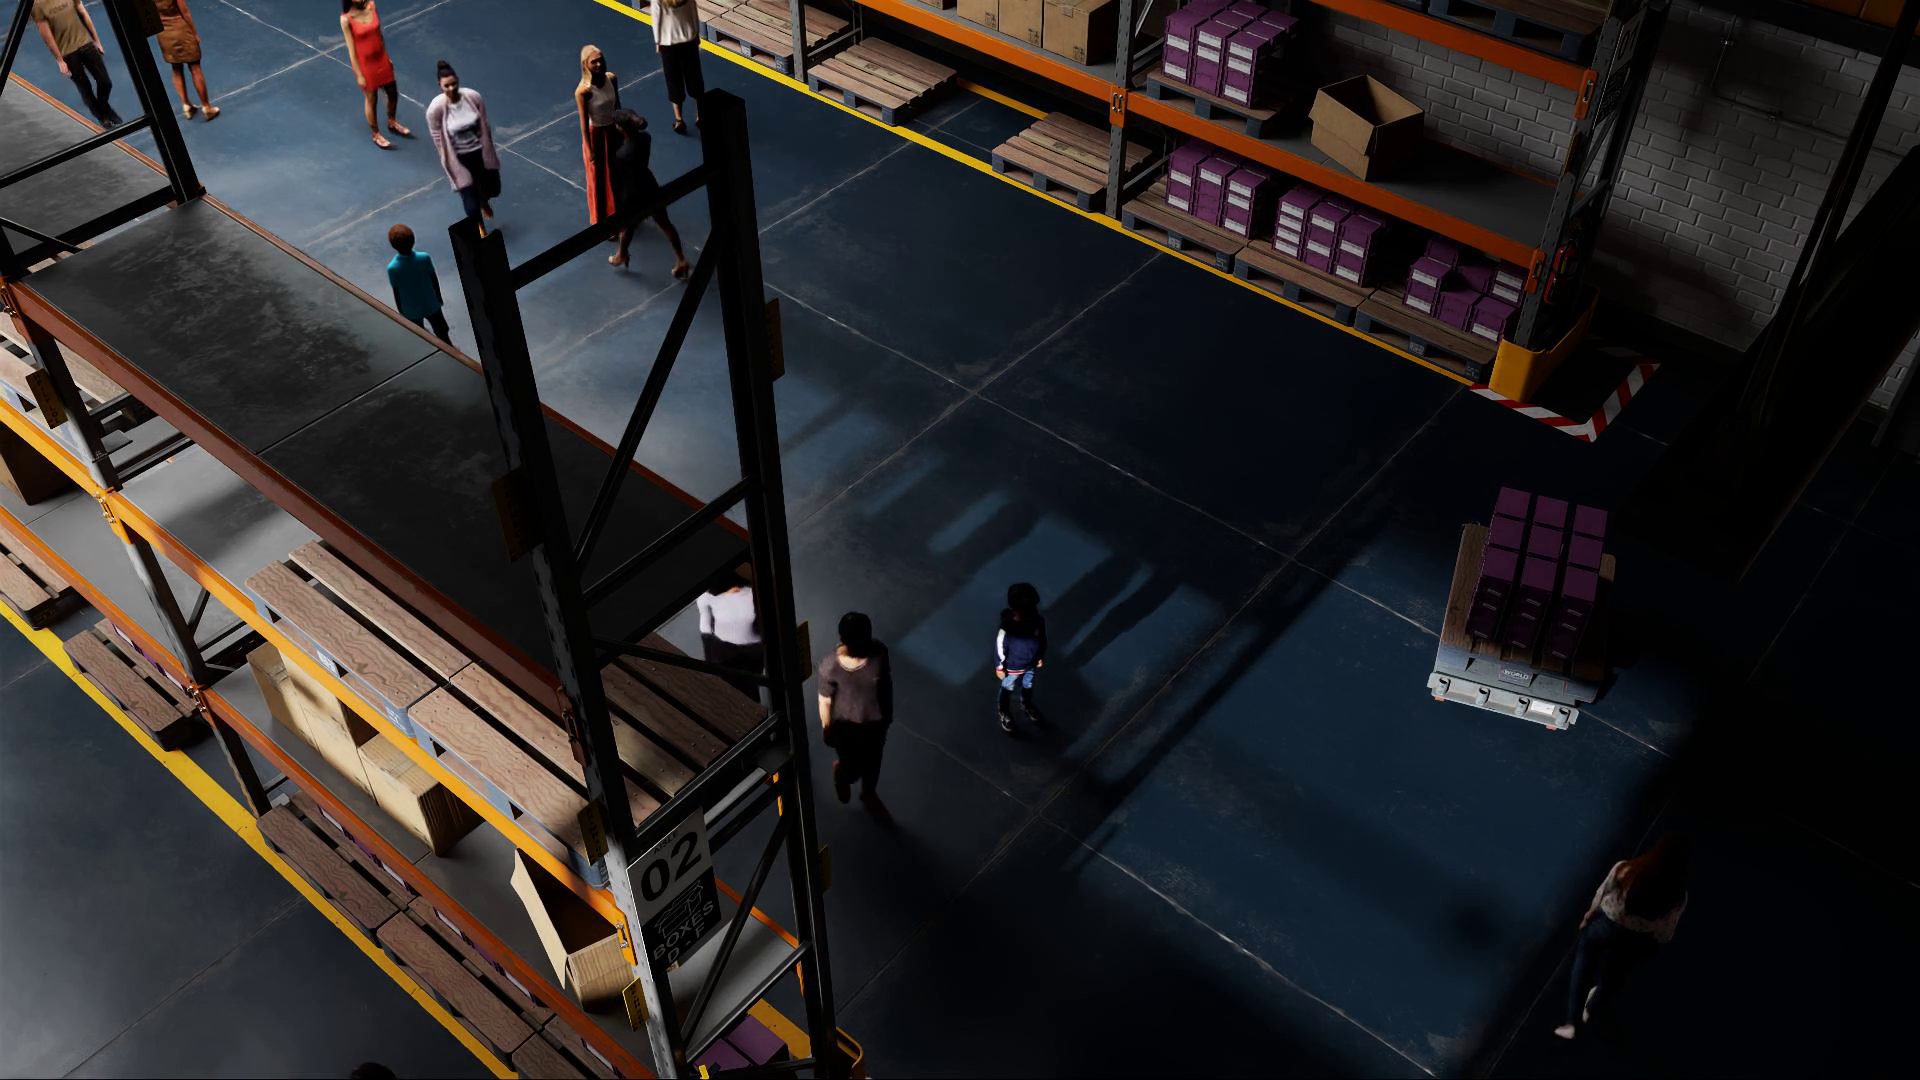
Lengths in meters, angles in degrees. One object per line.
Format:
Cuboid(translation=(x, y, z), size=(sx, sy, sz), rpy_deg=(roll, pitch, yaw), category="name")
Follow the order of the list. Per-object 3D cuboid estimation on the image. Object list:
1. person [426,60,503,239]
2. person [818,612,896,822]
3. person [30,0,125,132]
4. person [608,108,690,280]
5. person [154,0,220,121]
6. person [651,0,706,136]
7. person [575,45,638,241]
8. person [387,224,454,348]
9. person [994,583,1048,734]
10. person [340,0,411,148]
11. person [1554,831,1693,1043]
Cuboid(translation=(-4.352, -3.432, 14.611), size=(0.814, 1.732, 0.896), rpy_deg=(-24, 48, -23), category="person")
Cuboid(translation=(-0.647, 1.007, 9.970), size=(0.739, 1.708, 0.792), rpy_deg=(-23, 48, -22), category="person")
Cuboid(translation=(-8.502, -4.696, 15.868), size=(0.696, 1.829, 0.694), rpy_deg=(31, 52, 29), category="person")
Cuboid(translation=(-2.618, -2.893, 14.149), size=(1.048, 1.590, 0.713), rpy_deg=(18, 46, 18), category="person")
Cuboid(translation=(-7.633, -4.909, 16.197), size=(0.613, 1.684, 0.705), rpy_deg=(5, 44, 5), category="person")
Cuboid(translation=(-2.690, -4.764, 15.919), size=(0.674, 1.858, 0.644), rpy_deg=(-22, 48, -21), category="person")
Cuboid(translation=(-3.137, -3.524, 14.658), size=(0.562, 1.801, 0.624), rpy_deg=(29, 51, 27), category="person")
Cuboid(translation=(-4.278, -1.867, 13.174), size=(0.566, 1.449, 0.543), rpy_deg=(-26, 49, -25), category="person")
Cuboid(translation=(0.382, 0.729, 10.614), size=(0.572, 1.222, 0.574), rpy_deg=(-19, 47, -19), category="person")
Cuboid(translation=(-5.605, -4.536, 15.792), size=(0.634, 1.702, 0.644), rpy_deg=(22, 48, 21), category="person")
Cuboid(translation=(3.480, 2.137, 8.780), size=(0.797, 1.713, 0.731), rpy_deg=(21, 48, 21), category="person")
